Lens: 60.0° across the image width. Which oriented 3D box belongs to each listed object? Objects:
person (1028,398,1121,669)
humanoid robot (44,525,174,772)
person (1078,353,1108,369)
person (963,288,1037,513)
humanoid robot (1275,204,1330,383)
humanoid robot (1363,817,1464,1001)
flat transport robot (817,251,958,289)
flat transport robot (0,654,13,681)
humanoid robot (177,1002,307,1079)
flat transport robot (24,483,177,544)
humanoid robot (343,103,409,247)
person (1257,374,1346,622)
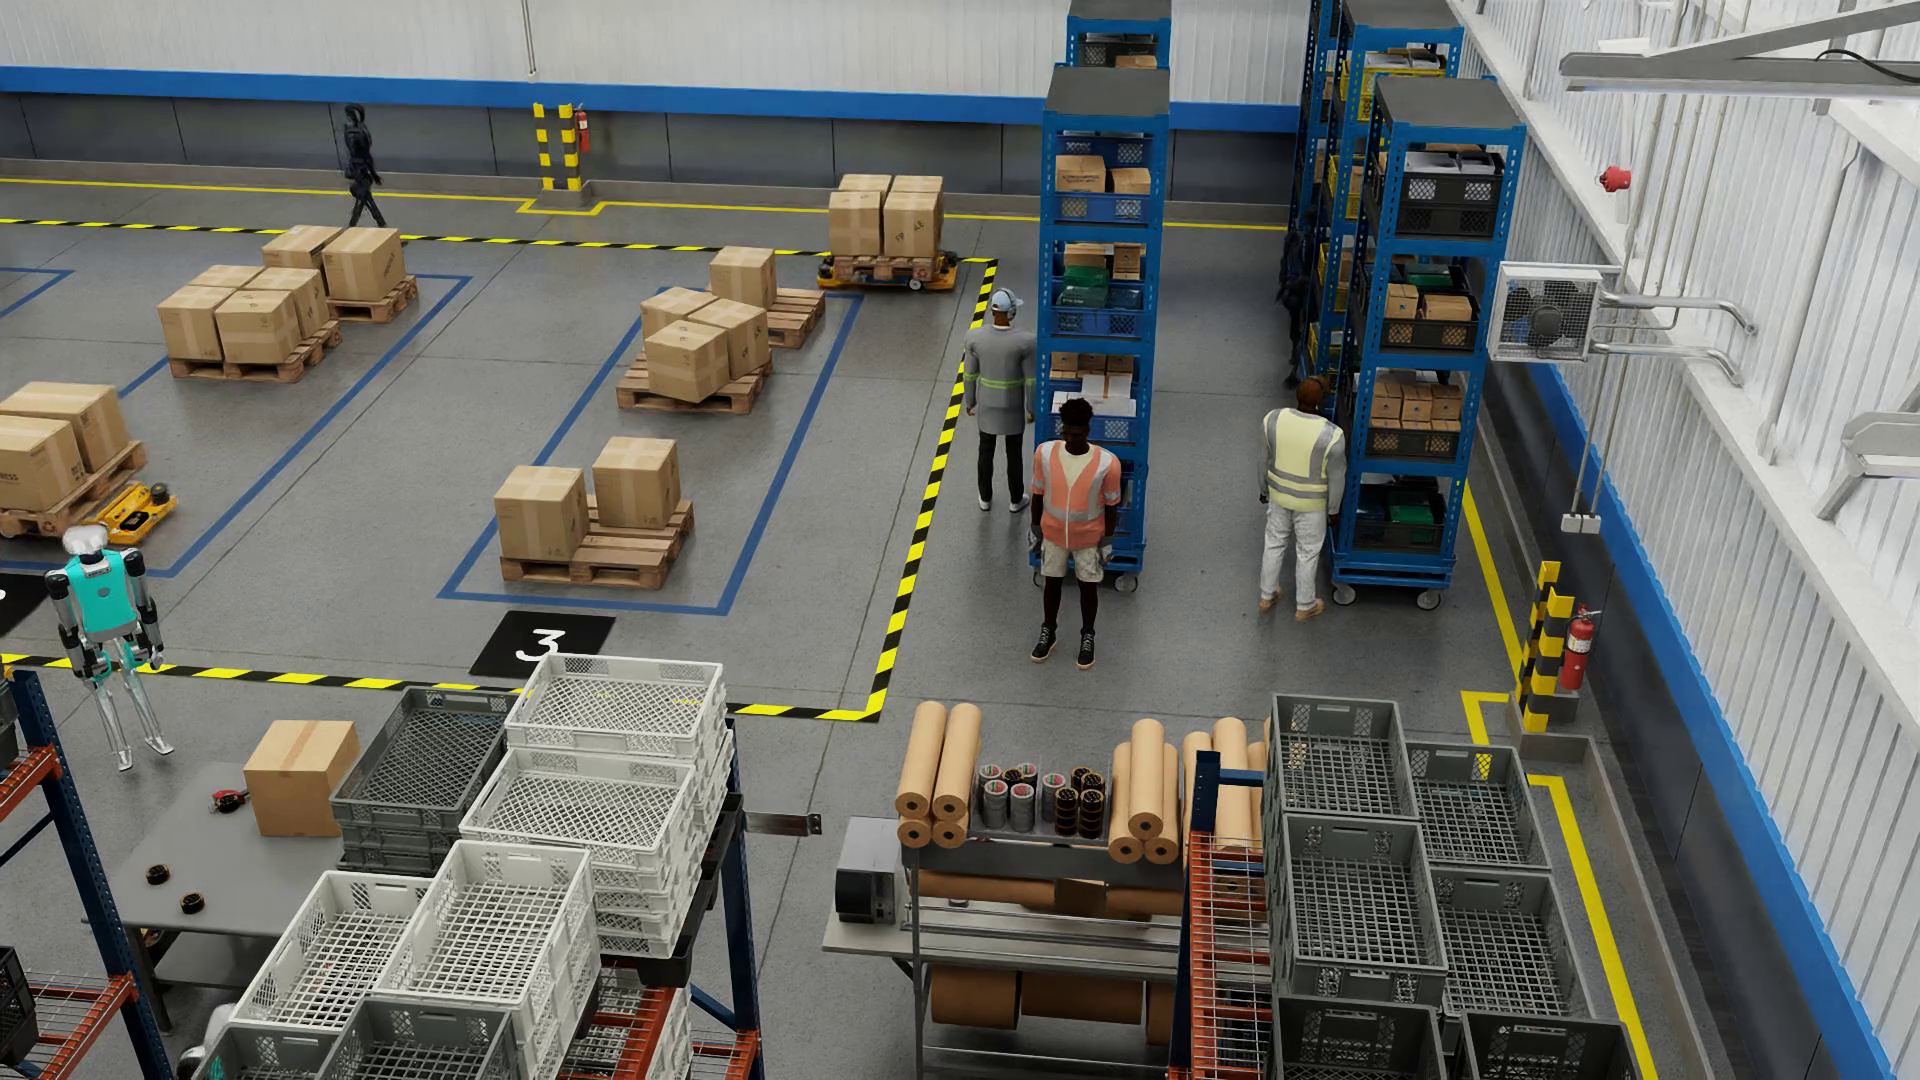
[{"bbox_3d":[0.746,-0.044,11.063,0.605,1.965,0.368,9,31,15],"label":"person"},{"bbox_3d":[-5.162,0.584,10.080,0.533,1.675,0.735,-22,37,-32],"label":"humanoid robot"},{"bbox_3d":[1.079,-1.249,13.191,0.441,1.914,0.651,-12,32,-20],"label":"person"},{"bbox_3d":[0.325,-1.085,12.966,0.590,1.849,0.399,6,31,11],"label":"person"},{"bbox_3d":[3.146,-2.273,15.220,0.603,1.641,0.743,20,36,31],"label":"humanoid robot"},{"bbox_3d":[2.198,1.982,7.872,0.603,1.642,0.463,13,33,22],"label":"humanoid robot"},{"bbox_3d":[-0.759,-2.878,17.590,1.431,0.197,0.652,2,30,4],"label":"flat transport robot"},{"bbox_3d":[-7.142,0.969,11.010,1.431,0.231,0.659,3,30,6],"label":"flat transport robot"},{"bbox_3d":[-2.717,2.727,6.632,0.539,1.896,0.716,-7,31,-11],"label":"humanoid robot"},{"bbox_3d":[-7.017,-0.252,13.078,1.431,0.197,0.652,3,30,6],"label":"flat transport robot"},{"bbox_3d":[-6.517,-3.958,18.122,0.792,1.623,0.586,-2,30,-3],"label":"humanoid robot"},{"bbox_3d":[2.378,-0.300,11.625,0.633,1.841,0.429,20,36,30],"label":"person"}]
